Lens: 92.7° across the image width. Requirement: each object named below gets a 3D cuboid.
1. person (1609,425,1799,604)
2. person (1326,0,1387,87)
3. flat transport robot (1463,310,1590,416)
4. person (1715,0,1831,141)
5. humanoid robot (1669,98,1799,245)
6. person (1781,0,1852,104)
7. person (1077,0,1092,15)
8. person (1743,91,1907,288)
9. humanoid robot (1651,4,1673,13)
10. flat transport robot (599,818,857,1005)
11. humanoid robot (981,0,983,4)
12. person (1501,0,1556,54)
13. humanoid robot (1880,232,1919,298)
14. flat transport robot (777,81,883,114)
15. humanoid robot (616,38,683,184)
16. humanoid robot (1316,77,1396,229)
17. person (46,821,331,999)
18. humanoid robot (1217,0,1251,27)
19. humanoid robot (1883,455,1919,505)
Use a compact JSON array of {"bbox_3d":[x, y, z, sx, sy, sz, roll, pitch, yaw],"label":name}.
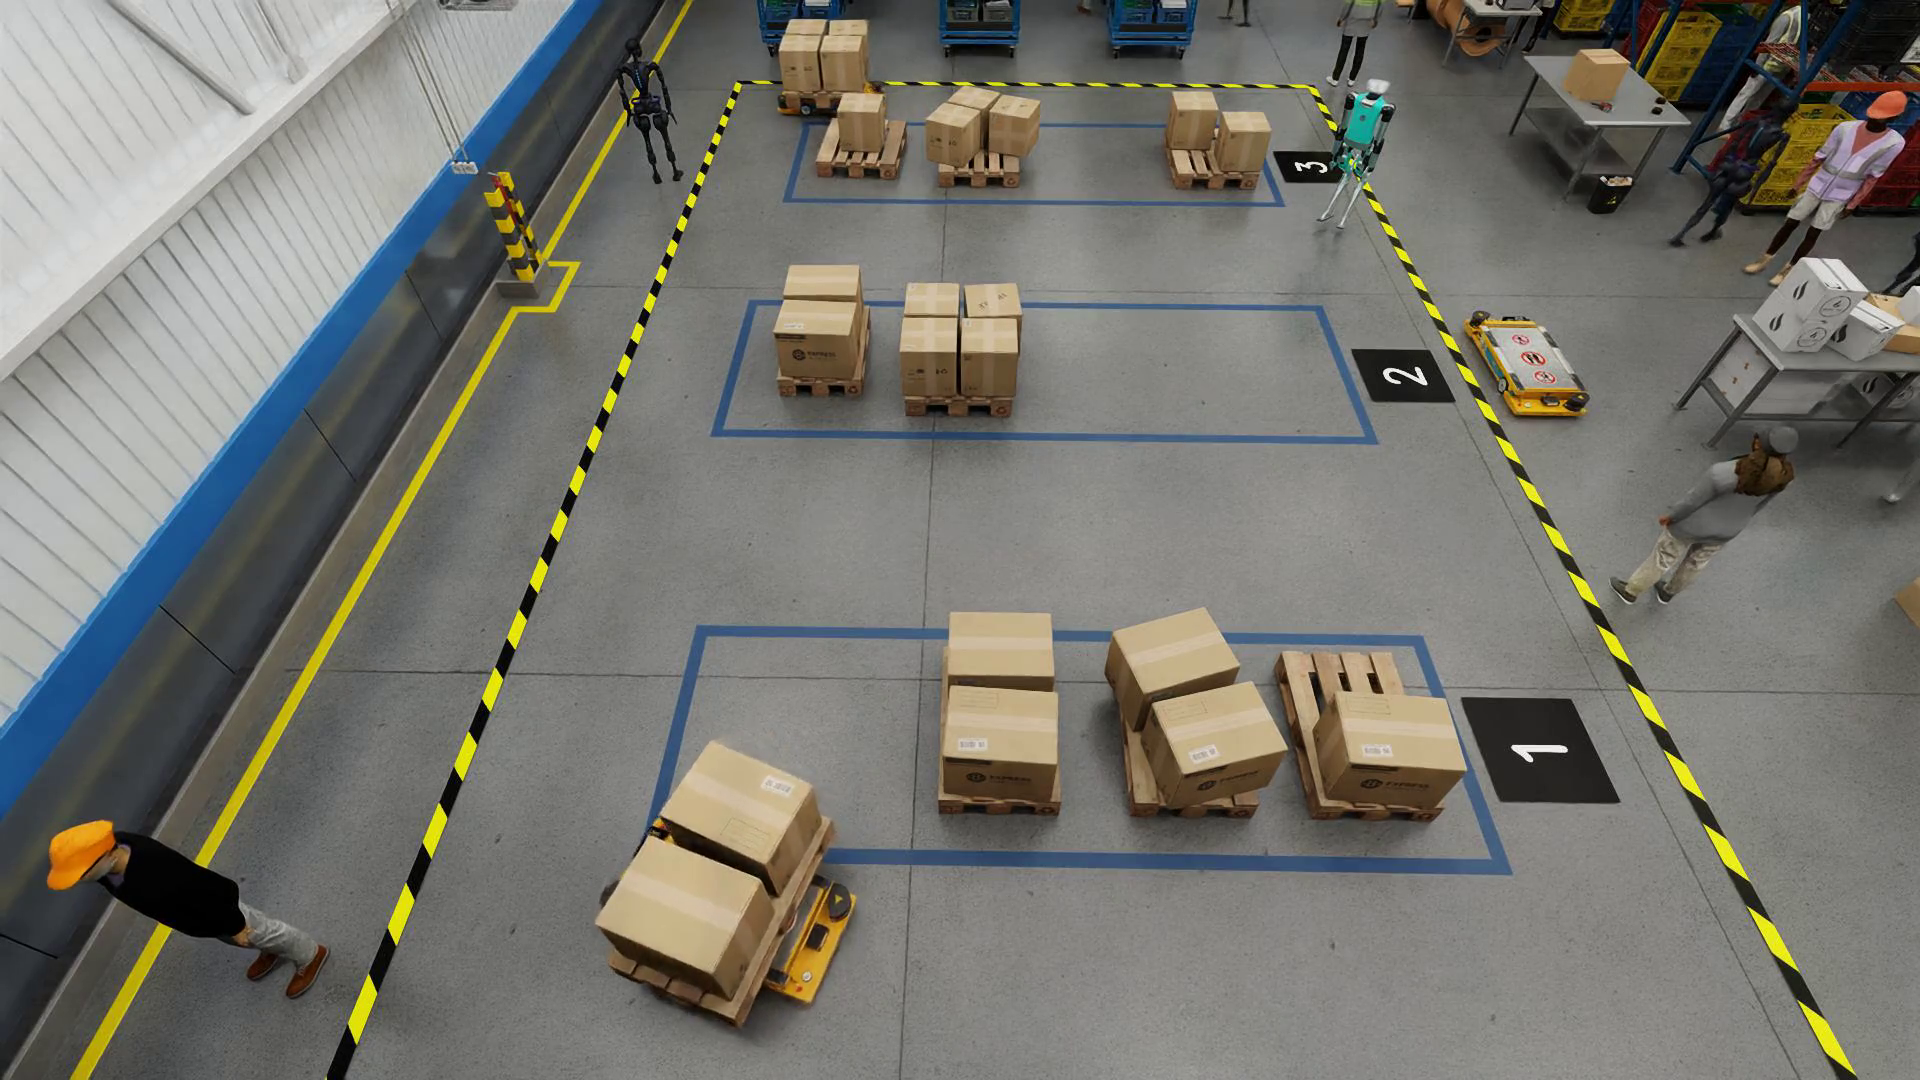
[{"bbox_3d":[5.426,-0.134,6.655,0.563,1.770,0.396,2,49,2],"label":"person"},{"bbox_3d":[5.609,-7.351,12.850,0.586,1.851,0.390,3,49,2],"label":"person"},{"bbox_3d":[5.573,-1.757,9.054,0.659,0.231,1.431,1,49,1],"label":"flat transport robot"},{"bbox_3d":[10.489,-6.102,11.773,0.624,1.845,0.429,-9,50,-7],"label":"person"},{"bbox_3d":[8.567,-4.011,10.098,0.644,1.659,0.589,-12,50,-10],"label":"humanoid robot"},{"bbox_3d":[10.807,-5.986,11.699,0.622,1.807,0.449,-36,58,-27],"label":"person"},{"bbox_3d":[2.131,-9.589,14.755,0.727,1.892,0.705,-16,51,-13],"label":"person"},{"bbox_3d":[8.979,-3.607,9.495,0.400,2.030,0.611,-26,54,-21],"label":"person"},{"bbox_3d":[10.327,-7.610,13.218,0.733,1.903,0.535,-2,49,-2],"label":"humanoid robot"},{"bbox_3d":[-1.419,2.217,5.595,1.431,0.197,0.652,16,51,13],"label":"flat transport robot"},{"bbox_3d":[0.315,-8.997,14.397,0.516,1.641,0.615,-13,50,-11],"label":"humanoid robot"},{"bbox_3d":[8.751,-8.327,13.618,0.361,1.963,0.612,-32,56,-24],"label":"person"},{"bbox_3d":[9.972,-3.030,9.222,0.388,1.650,0.608,-4,49,-4],"label":"humanoid robot"},{"bbox_3d":[-1.824,-6.253,12.927,1.431,0.197,0.652,1,49,1],"label":"flat transport robot"},{"bbox_3d":[-3.763,-5.167,11.067,0.599,1.653,0.315,-8,50,-7],"label":"humanoid robot"},{"bbox_3d":[4.487,-4.351,10.242,0.533,1.673,0.735,34,57,26],"label":"humanoid robot"},{"bbox_3d":[-3.983,1.938,4.788,0.590,1.882,0.370,16,51,14],"label":"person"},{"bbox_3d":[4.476,-8.973,14.374,0.544,1.643,0.585,4,49,3],"label":"humanoid robot"},{"bbox_3d":[8.274,-0.931,7.412,0.885,1.793,0.549,-30,56,-24],"label":"humanoid robot"}]
